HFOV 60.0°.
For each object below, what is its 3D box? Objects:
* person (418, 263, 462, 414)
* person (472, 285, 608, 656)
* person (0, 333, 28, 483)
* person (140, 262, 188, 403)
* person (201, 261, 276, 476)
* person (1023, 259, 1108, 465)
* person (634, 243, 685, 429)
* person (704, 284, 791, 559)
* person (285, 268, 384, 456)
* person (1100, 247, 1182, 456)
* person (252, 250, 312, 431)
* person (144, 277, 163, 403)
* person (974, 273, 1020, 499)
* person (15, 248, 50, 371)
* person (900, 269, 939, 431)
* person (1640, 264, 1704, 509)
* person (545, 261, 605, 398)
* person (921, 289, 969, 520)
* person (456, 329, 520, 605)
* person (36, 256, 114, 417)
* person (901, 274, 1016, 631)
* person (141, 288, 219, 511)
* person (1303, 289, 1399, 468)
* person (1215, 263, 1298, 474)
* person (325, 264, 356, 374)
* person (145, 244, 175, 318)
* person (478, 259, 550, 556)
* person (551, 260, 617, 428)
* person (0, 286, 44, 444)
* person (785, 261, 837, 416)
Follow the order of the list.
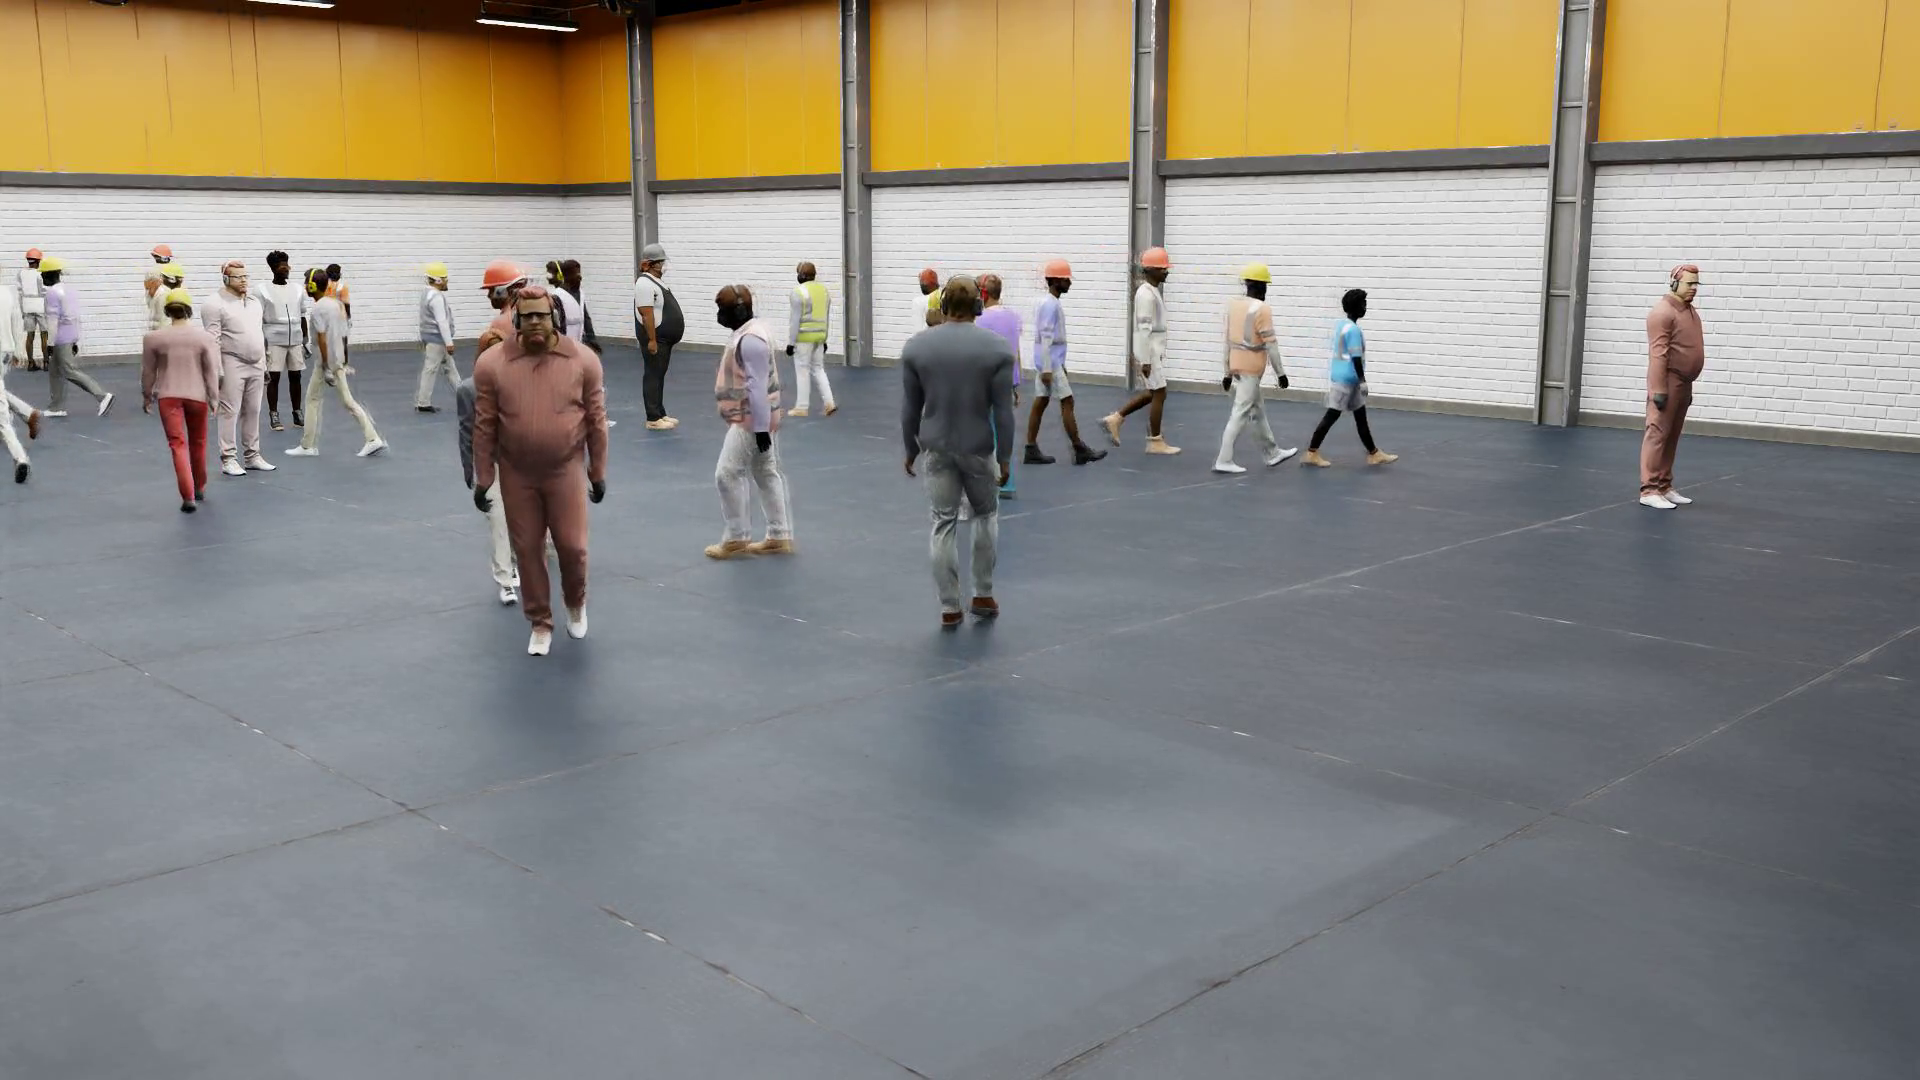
[{"bbox_3d":[-6.135,-2.410,19.939,0.887,1.795,0.624,-5,11,-25],"label":"person"},{"bbox_3d":[-2.131,-0.348,8.478,0.659,1.889,0.437,-2,11,-8],"label":"person"},{"bbox_3d":[-8.400,-1.282,14.323,0.801,1.603,0.515,6,12,32],"label":"person"},{"bbox_3d":[-9.740,-2.499,20.420,0.582,1.808,0.624,-4,11,-23],"label":"person"},{"bbox_3d":[-6.436,-1.539,14.906,0.402,1.906,0.652,4,11,21],"label":"person"},{"bbox_3d":[0.992,-1.636,15.423,0.875,1.905,0.570,0,10,0],"label":"person"},{"bbox_3d":[-3.327,-2.260,18.469,0.538,2.000,0.683,0,10,-1],"label":"person"},{"bbox_3d":[-1.448,-0.766,10.946,0.715,1.808,0.725,-2,11,-9],"label":"person"},{"bbox_3d":[-6.049,-1.698,16.016,0.973,1.831,0.513,2,11,11],"label":"person"},{"bbox_3d":[1.778,-1.822,16.128,0.725,2.021,0.620,2,11,9],"label":"person"},{"bbox_3d":[-7.435,-2.188,18.275,0.361,1.965,0.613,10,14,43],"label":"person"},{"bbox_3d":[-10.167,-2.546,21.208,0.641,1.601,0.616,-4,11,-23],"label":"person"},{"bbox_3d":[0.208,-1.239,13.504,0.630,1.823,0.580,7,13,34],"label":"person"},{"bbox_3d":[-14.509,-3.615,26.166,0.542,1.929,0.380,0,10,0],"label":"person"},{"bbox_3d":[-0.229,-1.921,17.370,0.590,1.785,1.152,-6,12,-31],"label":"person"},{"bbox_3d":[5.629,-1.205,13.095,0.401,1.904,0.641,10,14,44],"label":"person"},{"bbox_3d":[-4.572,-2.347,19.503,0.657,1.839,0.557,-1,10,-7],"label":"person"},{"bbox_3d":[-0.106,-1.010,12.486,0.414,1.722,0.518,8,13,37],"label":"person"},{"bbox_3d":[-2.692,-0.452,9.836,0.500,1.588,0.858,-5,12,-26],"label":"person"},{"bbox_3d":[-10.448,-2.377,19.494,0.841,1.902,0.587,-3,11,-14],"label":"person"},{"bbox_3d":[-0.005,-0.479,9.124,0.645,1.898,0.662,1,10,7],"label":"person"},{"bbox_3d":[-6.112,-1.109,13.061,0.539,1.717,0.901,-6,12,-29],"label":"person"},{"bbox_3d":[3.577,-1.465,15.194,0.886,1.644,0.546,1,10,7],"label":"person"},{"bbox_3d":[2.694,-1.543,14.997,0.947,1.880,0.603,-3,11,-18],"label":"person"},{"bbox_3d":[-9.597,-3.396,25.603,0.541,1.695,0.315,3,11,15],"label":"person"},{"bbox_3d":[-12.094,-3.490,25.308,0.623,1.989,0.400,6,12,29],"label":"person"},{"bbox_3d":[-2.932,-0.850,10.961,0.442,1.972,0.630,2,11,11],"label":"person"},{"bbox_3d":[-4.326,-2.180,18.534,0.985,1.872,0.589,2,11,10],"label":"person"},{"bbox_3d":[-9.744,-1.907,16.894,0.772,1.911,0.635,1,10,5],"label":"person"},{"bbox_3d":[-1.794,-2.366,19.628,0.442,1.847,0.636,7,13,35],"label":"person"}]
